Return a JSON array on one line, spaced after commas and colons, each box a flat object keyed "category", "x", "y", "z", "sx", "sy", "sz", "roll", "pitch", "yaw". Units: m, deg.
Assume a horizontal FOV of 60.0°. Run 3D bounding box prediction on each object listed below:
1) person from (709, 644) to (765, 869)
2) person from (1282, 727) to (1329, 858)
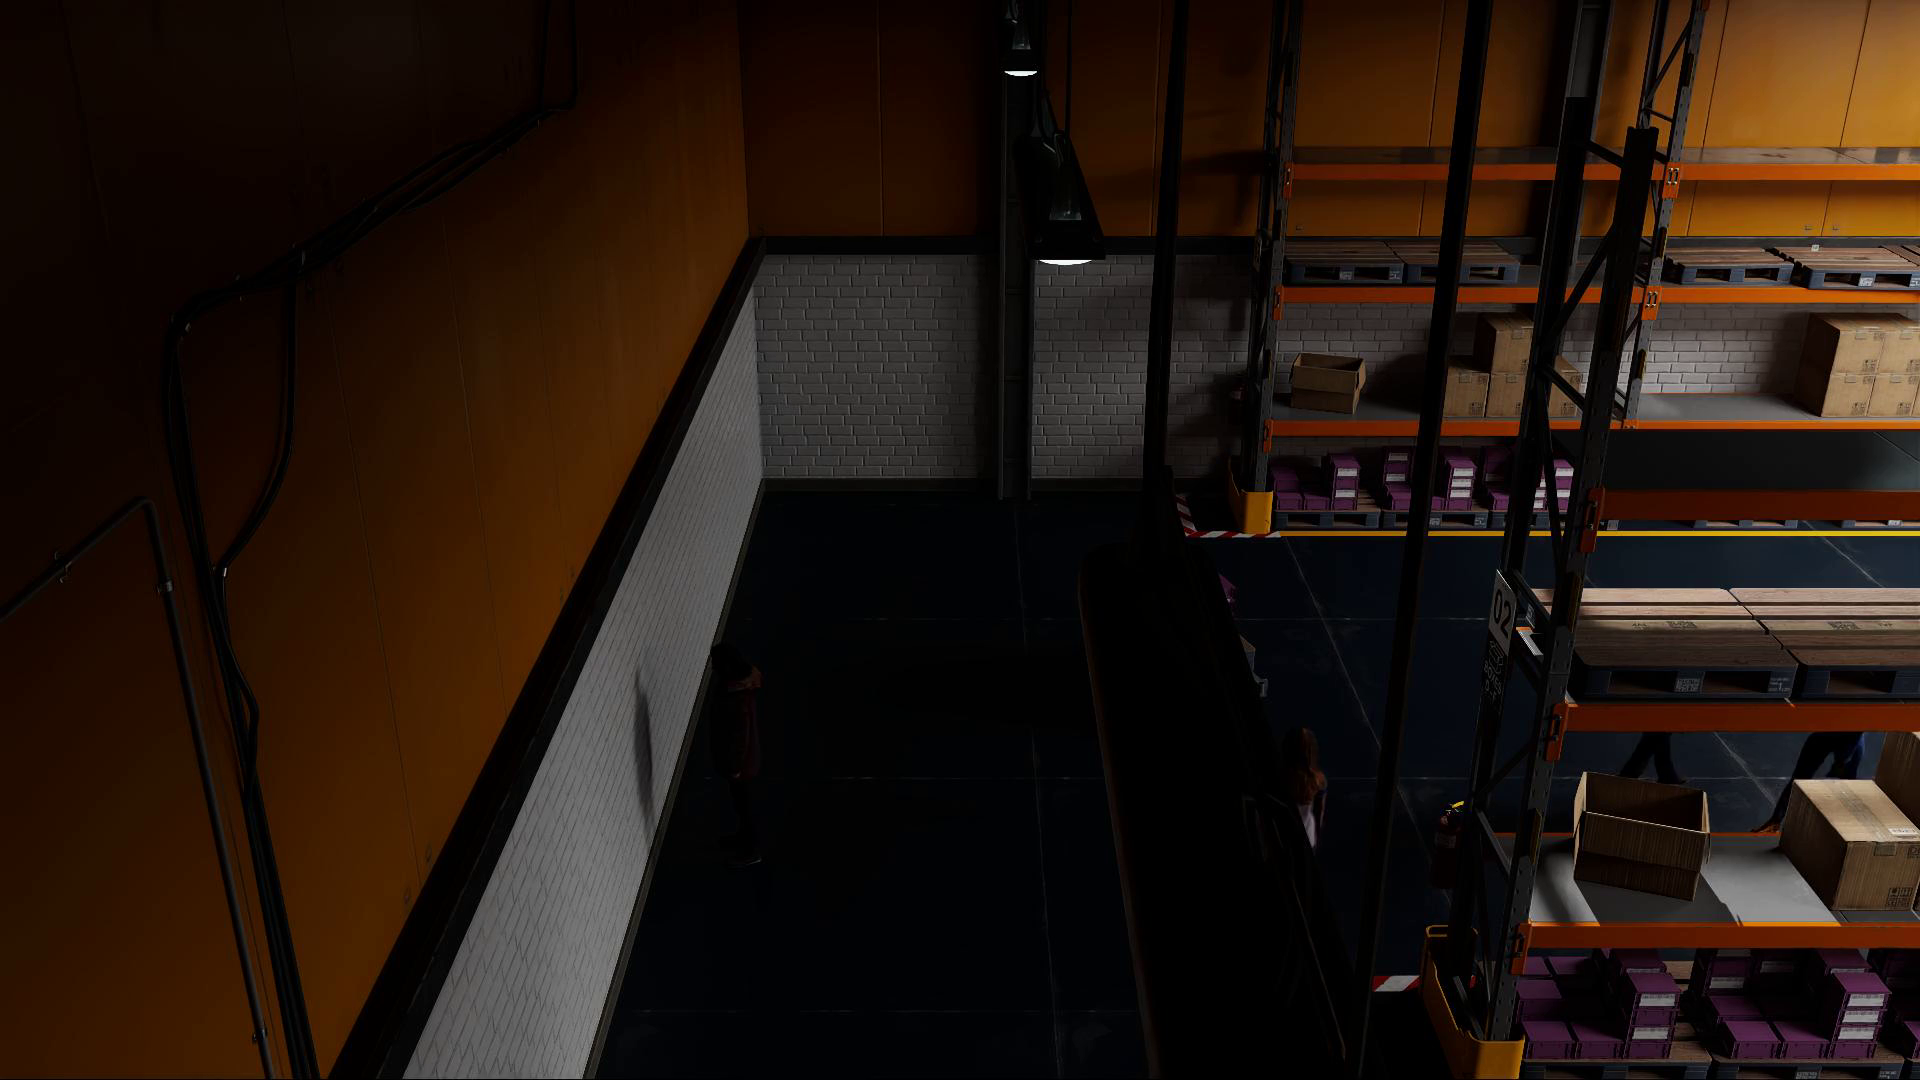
[{"category": "person", "x": -1.667, "y": 1.594, "z": 12.526, "sx": 0.735, "sy": 1.845, "sz": 0.803, "roll": -4, "pitch": 24, "yaw": -10}, {"category": "person", "x": 2.300, "y": 2.098, "z": 11.524, "sx": 0.504, "sy": 1.722, "sz": 0.673, "roll": -6, "pitch": 24, "yaw": -13}]
